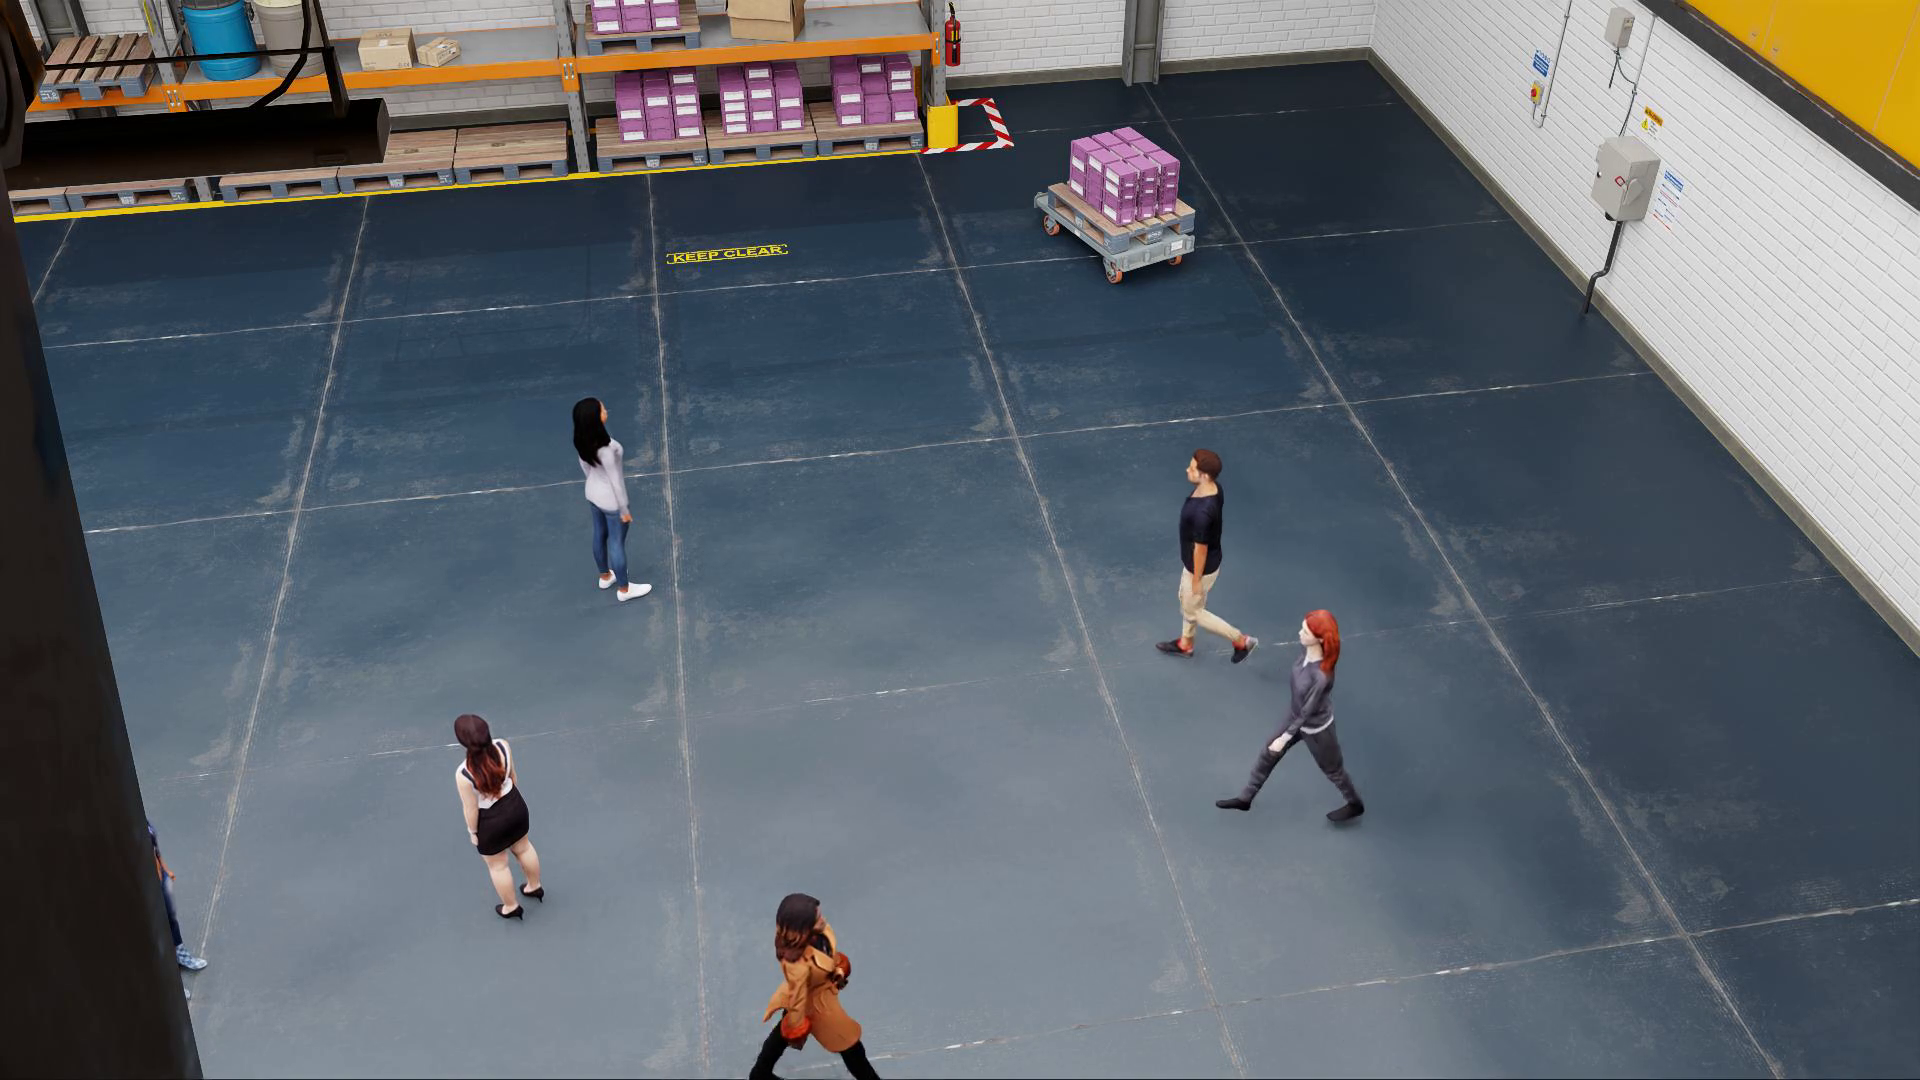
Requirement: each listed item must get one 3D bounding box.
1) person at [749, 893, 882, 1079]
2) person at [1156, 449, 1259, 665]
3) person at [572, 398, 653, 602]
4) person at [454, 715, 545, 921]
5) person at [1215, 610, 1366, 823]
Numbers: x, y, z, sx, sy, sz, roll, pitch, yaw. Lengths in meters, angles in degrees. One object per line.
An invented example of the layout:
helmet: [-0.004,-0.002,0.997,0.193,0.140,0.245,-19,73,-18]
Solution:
person: [-0.874,2.478,8.876,1.243,1.664,0.921,3,39,4]
person: [1.771,0.171,11.628,1.070,1.834,0.900,10,40,12]
person: [-2.630,-0.304,12.302,0.707,1.736,0.688,-30,48,-32]
person: [-2.756,1.653,9.920,0.686,1.649,0.629,23,44,26]
person: [2.289,1.180,10.459,1.191,1.718,0.632,-3,39,-4]
